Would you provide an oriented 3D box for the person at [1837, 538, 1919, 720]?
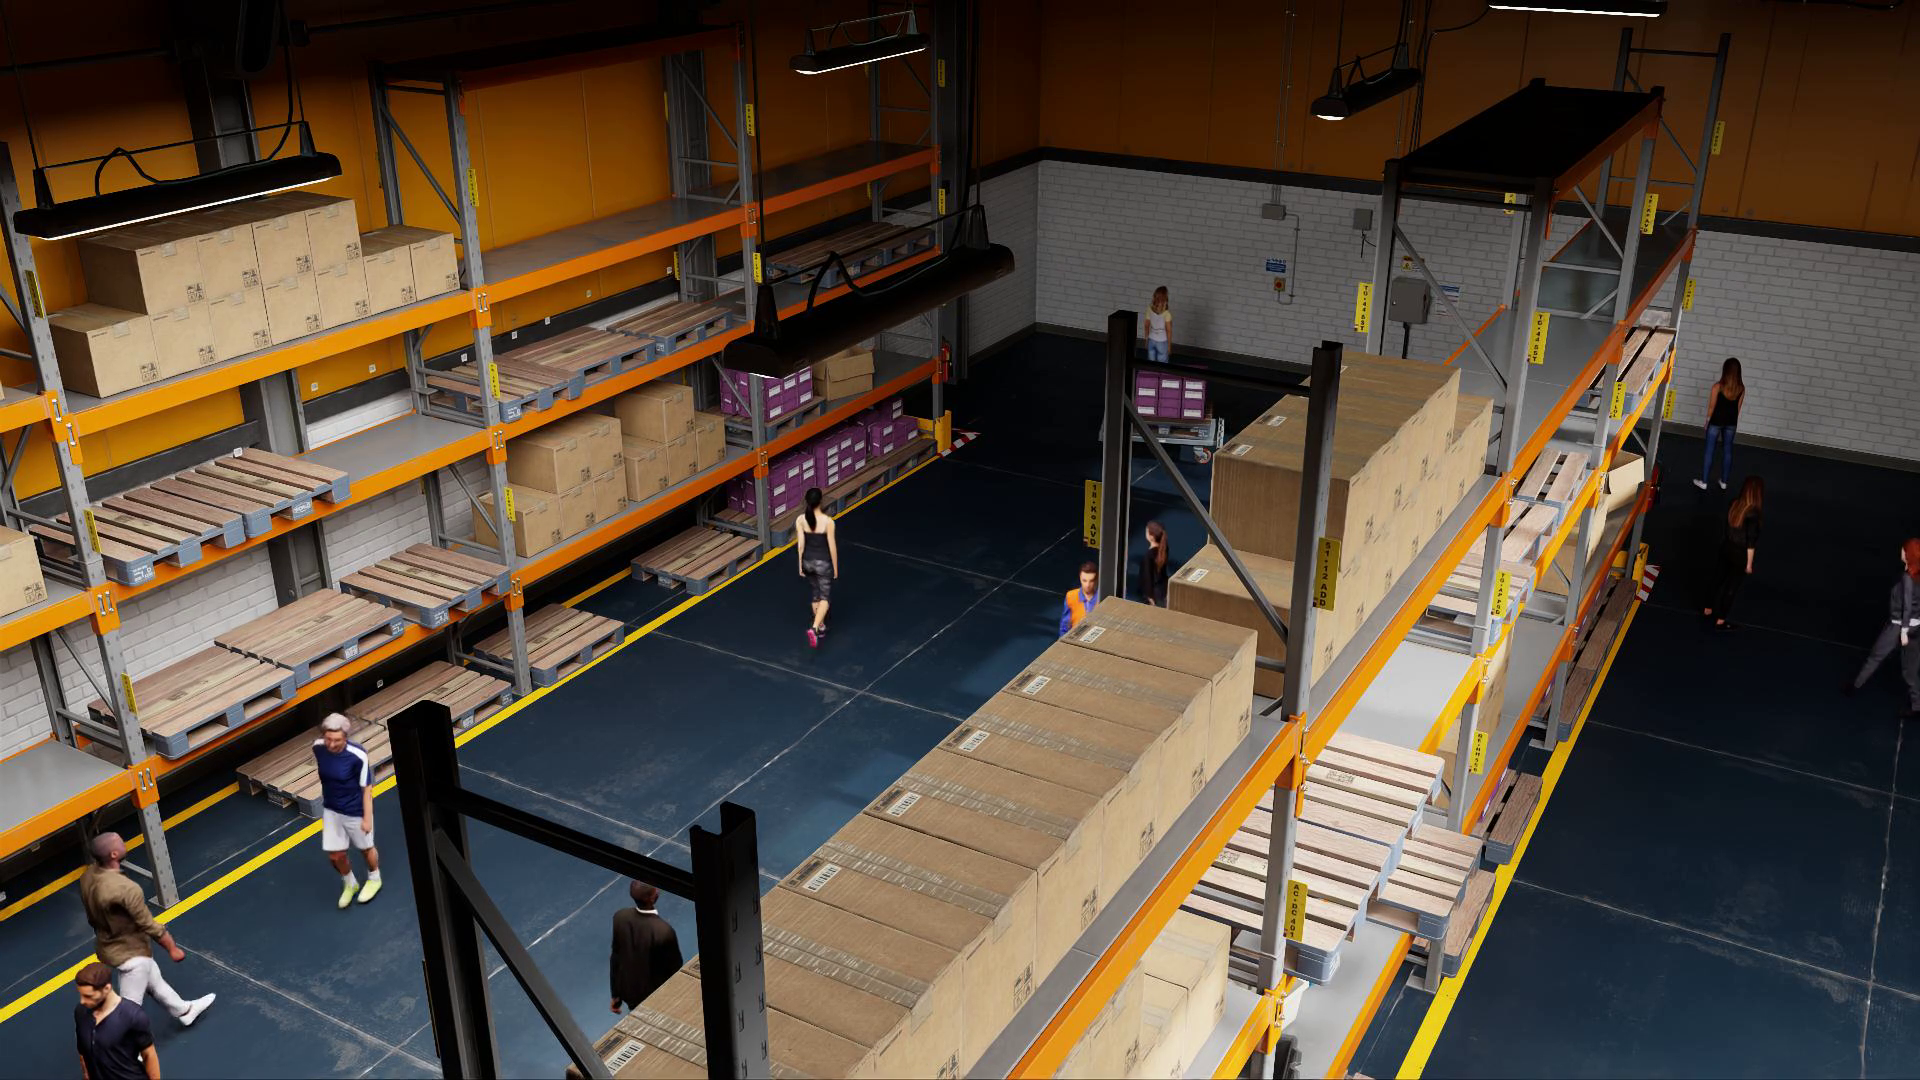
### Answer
[{"bbox_3d":[8.978,0.893,15.713,0.918,1.715,1.060,18,30,36],"label":"person"}]

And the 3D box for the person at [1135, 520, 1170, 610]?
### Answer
[{"bbox_3d":[2.034,0.565,16.711,1.094,1.518,0.912,-15,28,-31],"label":"person"}]

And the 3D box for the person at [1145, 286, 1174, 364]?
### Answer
[{"bbox_3d":[2.899,-2.866,24.304,0.672,1.722,0.608,20,31,38],"label":"person"}]

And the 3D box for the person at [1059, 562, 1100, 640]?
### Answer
[{"bbox_3d":[1.210,1.007,15.335,0.941,1.809,1.282,5,24,11],"label":"person"}]

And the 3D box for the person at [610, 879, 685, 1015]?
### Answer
[{"bbox_3d":[-2.072,3.031,10.780,0.733,1.749,1.226,15,28,30],"label":"person"}]

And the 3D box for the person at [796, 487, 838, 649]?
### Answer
[{"bbox_3d":[-1.484,0.312,17.053,0.775,1.708,1.046,4,24,10],"label":"person"}]

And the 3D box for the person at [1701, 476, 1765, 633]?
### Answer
[{"bbox_3d":[8.122,0.130,17.469,0.746,1.708,0.670,-3,24,-8],"label":"person"}]

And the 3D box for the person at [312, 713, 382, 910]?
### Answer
[{"bbox_3d":[-4.751,2.063,12.947,0.785,1.787,0.838,9,25,19],"label":"person"}]

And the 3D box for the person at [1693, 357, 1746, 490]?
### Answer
[{"bbox_3d":[9.691,-1.482,21.138,0.670,1.722,0.672,0,24,1],"label":"person"}]

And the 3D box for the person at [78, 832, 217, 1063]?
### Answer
[{"bbox_3d":[-5.665,2.826,11.196,0.842,1.793,1.113,18,29,35],"label":"person"}]

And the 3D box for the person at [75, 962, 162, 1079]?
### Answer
[{"bbox_3d":[-5.044,3.294,10.055,0.706,1.849,0.665,3,24,8],"label":"person"}]
